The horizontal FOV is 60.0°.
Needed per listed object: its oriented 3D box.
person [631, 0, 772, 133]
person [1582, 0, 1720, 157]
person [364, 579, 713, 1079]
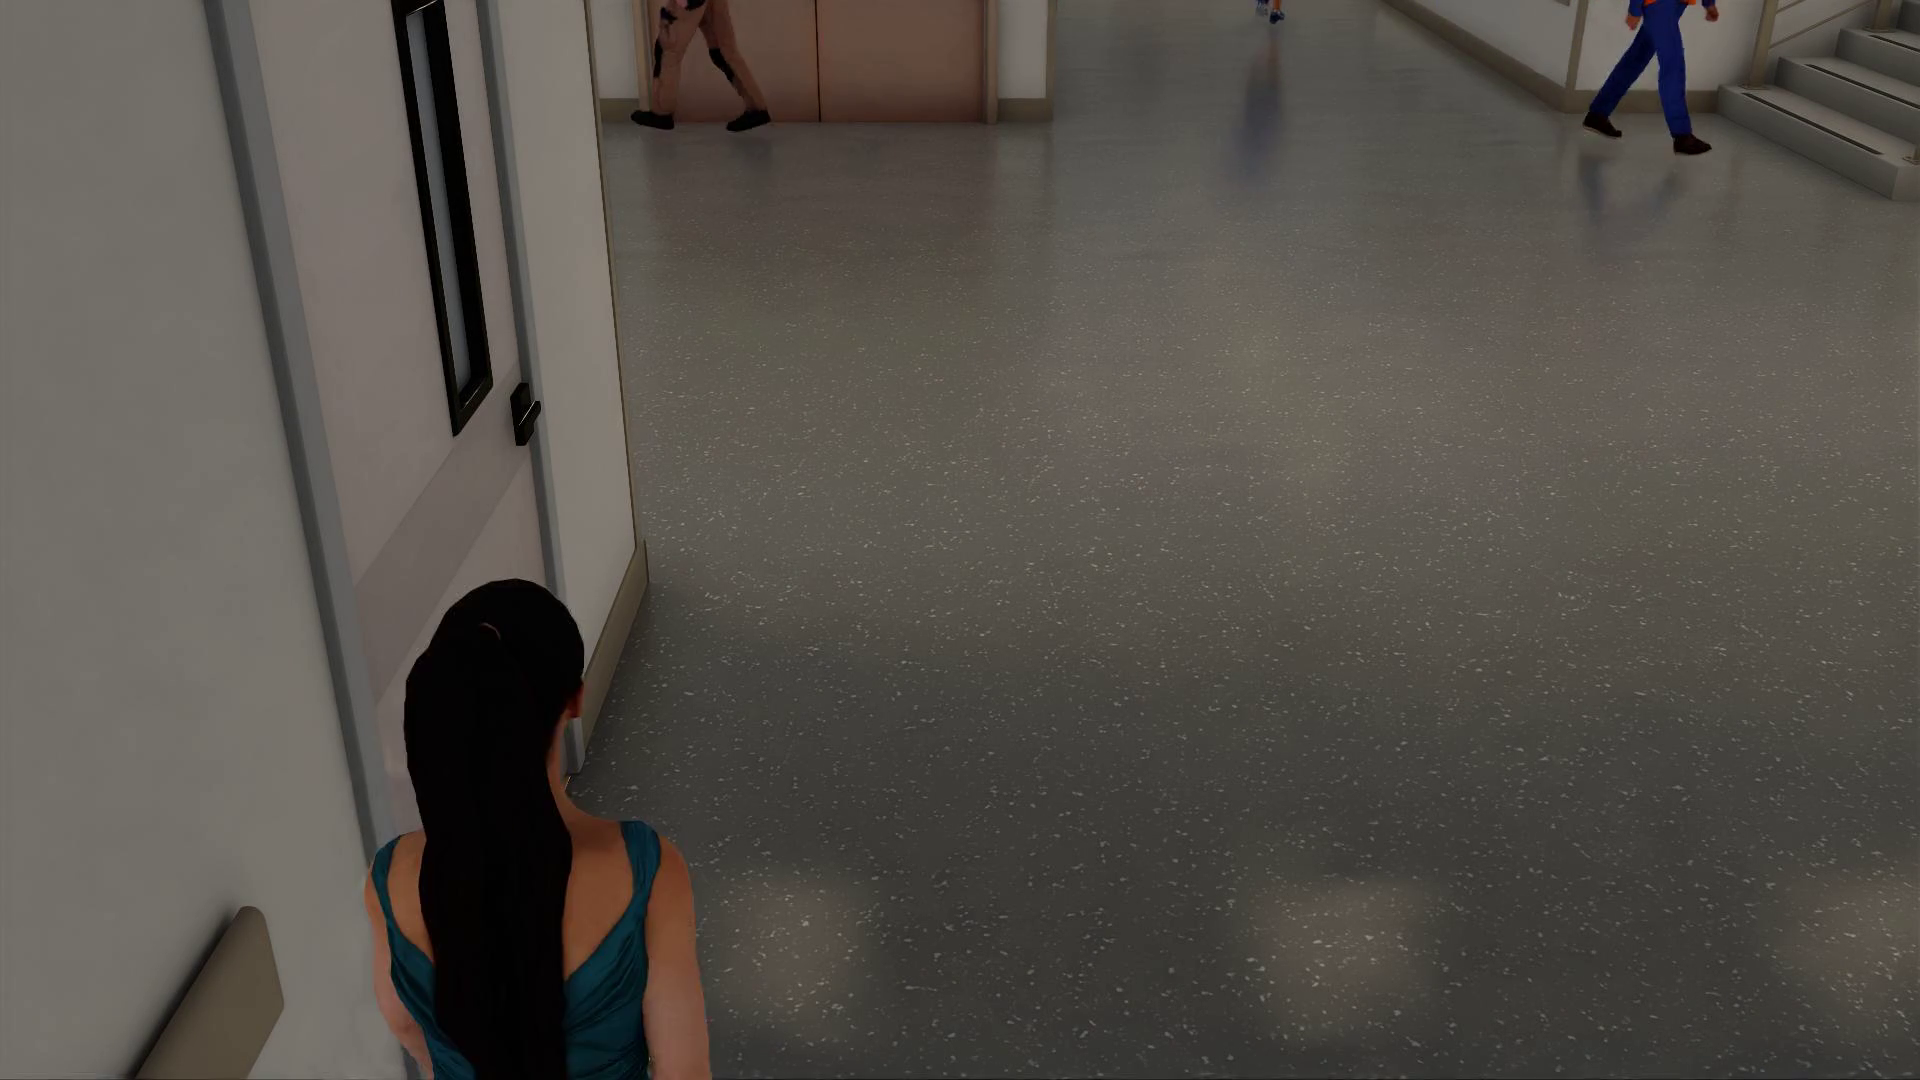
[{"bbox_3d":[-1.672,-3.618,11.078,1.377,1.860,1.072,8,27,16],"label":"person"},{"bbox_3d":[4.460,-3.412,10.717,1.262,1.804,1.174,-15,29,-28],"label":"person"},{"bbox_3d":[-0.493,0.893,1.973,0.956,1.645,0.722,-5,26,-10],"label":"person"}]
